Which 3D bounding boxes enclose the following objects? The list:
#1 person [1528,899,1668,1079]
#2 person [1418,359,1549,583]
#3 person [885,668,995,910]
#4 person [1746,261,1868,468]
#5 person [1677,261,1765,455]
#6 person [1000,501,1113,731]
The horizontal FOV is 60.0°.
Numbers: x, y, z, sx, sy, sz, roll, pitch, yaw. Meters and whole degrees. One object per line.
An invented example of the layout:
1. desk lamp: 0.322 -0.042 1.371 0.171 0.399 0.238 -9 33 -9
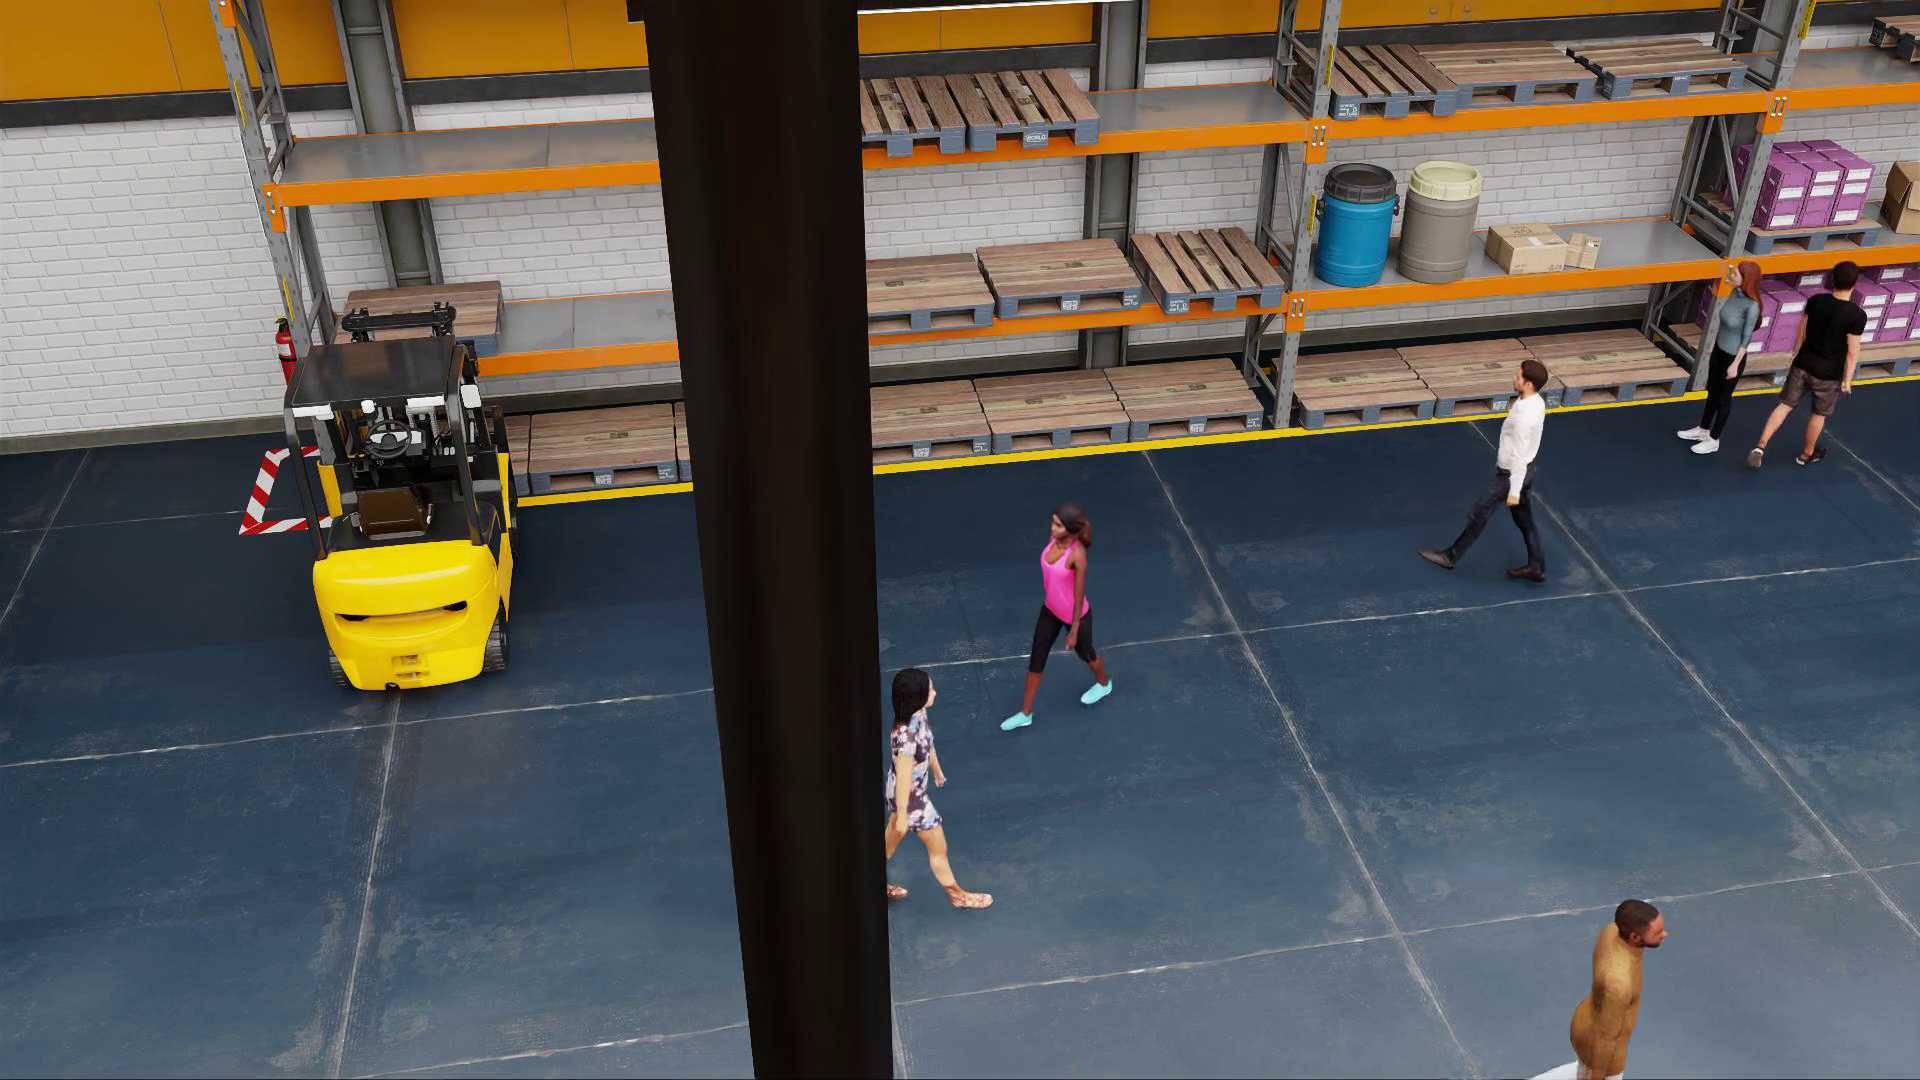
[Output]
1. person: 2.999 2.374 8.016 0.950 1.805 0.843 9 35 14
2. person: 4.163 -0.444 12.242 1.250 1.821 1.137 17 37 24
3. person: -0.369 1.454 9.499 1.049 1.697 0.746 1 34 2
4. person: 6.986 -1.403 13.663 1.220 1.845 1.040 -20 38 -27
5. person: 6.449 -1.536 13.957 0.585 1.742 0.606 -1 34 -1
6. person: 0.781 0.486 10.975 1.189 1.675 0.881 -19 38 -26
